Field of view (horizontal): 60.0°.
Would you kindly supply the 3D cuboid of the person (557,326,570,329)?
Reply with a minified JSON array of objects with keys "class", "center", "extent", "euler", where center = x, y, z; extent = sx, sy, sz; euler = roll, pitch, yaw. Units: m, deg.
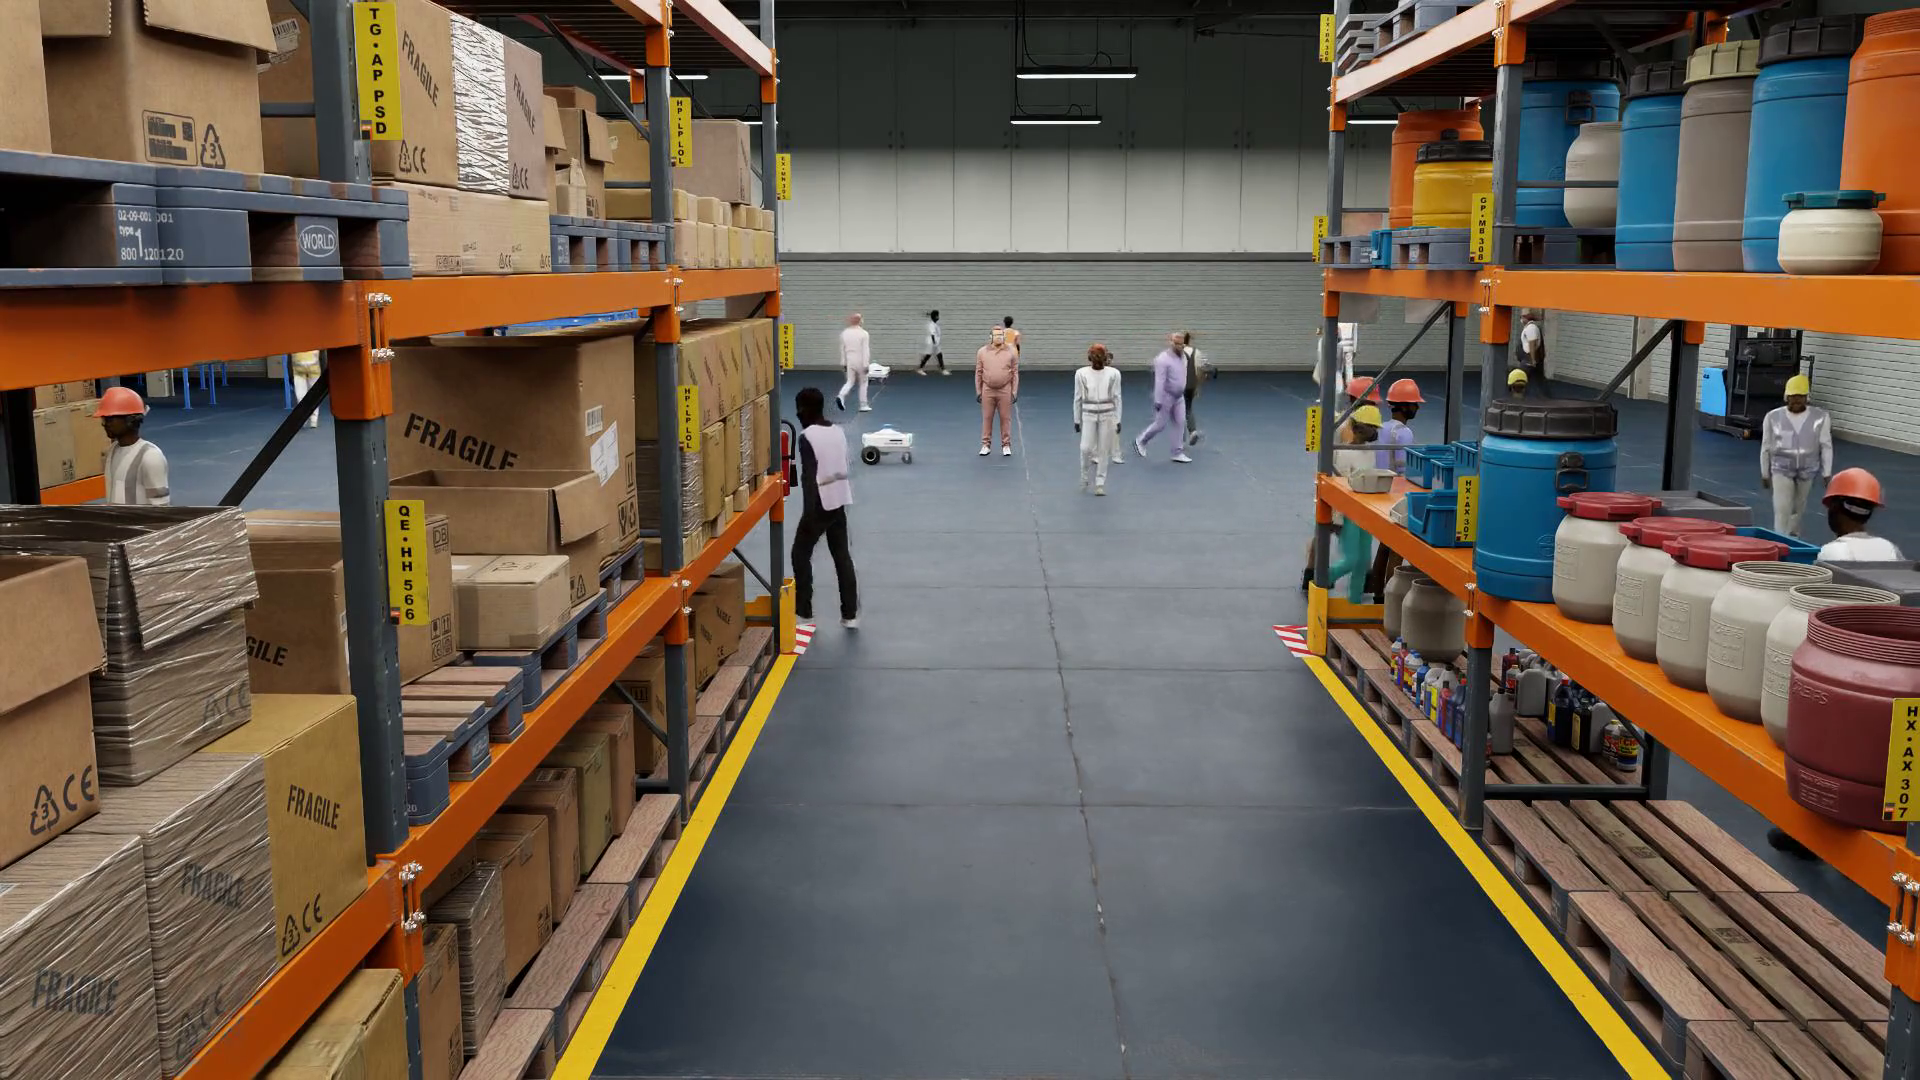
[{"class":"person","center":[-9.372,-4.640,39.266],"extent":[0.965,1.903,0.541],"euler":[1,10,6]}]

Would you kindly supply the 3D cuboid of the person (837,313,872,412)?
[{"class":"person","center":[-2.014,-3.385,31.798],"extent":[0.653,1.887,0.750],"euler":[7,12,35]}]

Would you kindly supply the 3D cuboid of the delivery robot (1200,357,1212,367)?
[{"class":"delivery robot","center":[6.009,-4.382,40.807],"extent":[0.335,0.223,0.698],"euler":[4,10,23]}]

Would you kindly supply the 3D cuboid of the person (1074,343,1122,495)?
[{"class":"person","center":[1.692,-1.476,20.396],"extent":[0.591,1.869,0.490],"euler":[0,9,2]}]

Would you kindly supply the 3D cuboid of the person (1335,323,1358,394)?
[{"class":"person","center":[8.361,-4.126,36.219],"extent":[0.573,1.886,0.354],"euler":[-1,10,-6]}]

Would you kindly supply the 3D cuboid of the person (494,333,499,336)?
[{"class":"person","center":[-6.356,-1.888,22.775],"extent":[0.657,1.904,0.404],"euler":[4,10,23]}]

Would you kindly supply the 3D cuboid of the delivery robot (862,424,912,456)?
[{"class":"delivery robot","center":[-1.037,-1.412,23.789],"extent":[0.707,0.478,0.477],"euler":[0,10,-1]}]

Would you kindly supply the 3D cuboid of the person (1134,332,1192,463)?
[{"class":"person","center":[2.962,-2.066,23.954],"extent":[0.662,1.870,0.812],"euler":[-9,13,-44]}]

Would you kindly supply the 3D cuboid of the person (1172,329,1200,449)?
[{"class":"person","center":[3.447,-2.322,25.586],"extent":[0.534,1.827,0.420],"euler":[-4,10,-24]}]

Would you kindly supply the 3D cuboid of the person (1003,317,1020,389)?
[{"class":"person","center":[1.046,-4.074,36.569],"extent":[0.556,1.652,0.846],"euler":[-2,10,-9]}]

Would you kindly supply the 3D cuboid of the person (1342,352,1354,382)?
[{"class":"person","center":[9.215,-4.584,39.720],"extent":[0.282,1.633,0.501],"euler":[-8,12,-39]}]

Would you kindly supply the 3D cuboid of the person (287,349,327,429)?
[{"class":"person","center":[-11.207,-2.802,28.550],"extent":[0.654,1.794,0.927],"euler":[-3,10,-18]}]

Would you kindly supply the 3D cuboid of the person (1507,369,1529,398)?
[{"class":"person","center":[5.756,-0.901,17.297],"extent":[0.560,1.741,0.650],"euler":[1,10,8]}]

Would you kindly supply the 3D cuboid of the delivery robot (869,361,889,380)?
[{"class":"delivery robot","center":[-2.020,-3.979,39.170],"extent":[0.707,0.478,0.477],"euler":[1,10,4]}]

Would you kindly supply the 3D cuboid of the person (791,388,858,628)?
[{"class":"person","center":[-1.123,-0.248,12.989],"extent":[0.686,1.883,0.694],"euler":[5,11,28]}]

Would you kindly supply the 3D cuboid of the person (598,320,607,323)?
[{"class":"person","center":[-6.019,-2.775,28.152],"extent":[0.642,1.893,1.046],"euler":[0,9,3]}]

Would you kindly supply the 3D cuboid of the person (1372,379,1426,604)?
[{"class":"person","center":[3.476,-0.305,13.178],"extent":[0.359,1.938,0.545],"euler":[-2,10,-10]}]

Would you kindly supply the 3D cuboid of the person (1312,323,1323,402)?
[{"class":"person","center":[7.407,-3.626,34.009],"extent":[0.356,1.622,0.499],"euler":[0,9,-1]}]

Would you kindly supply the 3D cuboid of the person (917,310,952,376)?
[{"class":"person","center":[-0.682,-4.954,41.883],"extent":[0.883,1.651,0.541],"euler":[3,10,15]}]

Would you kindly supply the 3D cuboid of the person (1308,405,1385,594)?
[{"class":"person","center":[3.096,-0.202,13.144],"extent":[0.499,1.737,0.543],"euler":[8,13,41]}]

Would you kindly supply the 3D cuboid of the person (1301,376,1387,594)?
[{"class":"person","center":[3.393,-0.463,14.296],"extent":[0.880,1.877,0.626],"euler":[1,9,4]}]

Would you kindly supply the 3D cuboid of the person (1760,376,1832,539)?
[{"class":"person","center":[7.955,-0.674,15.848],"extent":[0.594,1.794,0.924],"euler":[3,10,19]}]

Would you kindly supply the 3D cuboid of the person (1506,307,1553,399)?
[{"class":"person","center":[11.255,-3.603,32.752],"extent":[1.043,2.000,0.718],"euler":[6,11,33]}]

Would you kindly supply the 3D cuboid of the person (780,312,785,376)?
[{"class":"person","center":[-4.644,-5.105,41.966],"extent":[0.371,1.927,0.588],"euler":[4,10,24]}]

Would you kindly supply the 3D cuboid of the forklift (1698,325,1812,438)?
[{"class":"forklift","center":[13.248,-3.165,27.620],"extent":[1.129,2.768,1.873],"euler":[0,9,1]}]

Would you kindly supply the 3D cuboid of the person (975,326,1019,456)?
[{"class":"person","center":[0.542,-2.210,24.664],"extent":[0.651,1.913,0.410],"euler":[1,10,6]}]

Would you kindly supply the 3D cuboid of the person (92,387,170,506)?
[{"class":"person","center":[-5.437,0.013,10.957],"extent":[0.605,2.045,0.387],"euler":[7,12,36]}]

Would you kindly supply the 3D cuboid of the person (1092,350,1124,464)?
[{"class":"person","center":[2.071,-1.860,23.465],"extent":[0.504,1.608,0.737],"euler":[-3,10,-18]}]

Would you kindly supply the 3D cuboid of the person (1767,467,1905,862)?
[{"class":"person","center":[4.172,0.617,7.788],"extent":[0.559,1.884,0.772],"euler":[-3,10,-18]}]

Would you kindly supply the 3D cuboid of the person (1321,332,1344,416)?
[{"class":"person","center":[6.867,-3.063,30.644],"extent":[0.513,1.614,0.427],"euler":[-3,10,-18]}]
